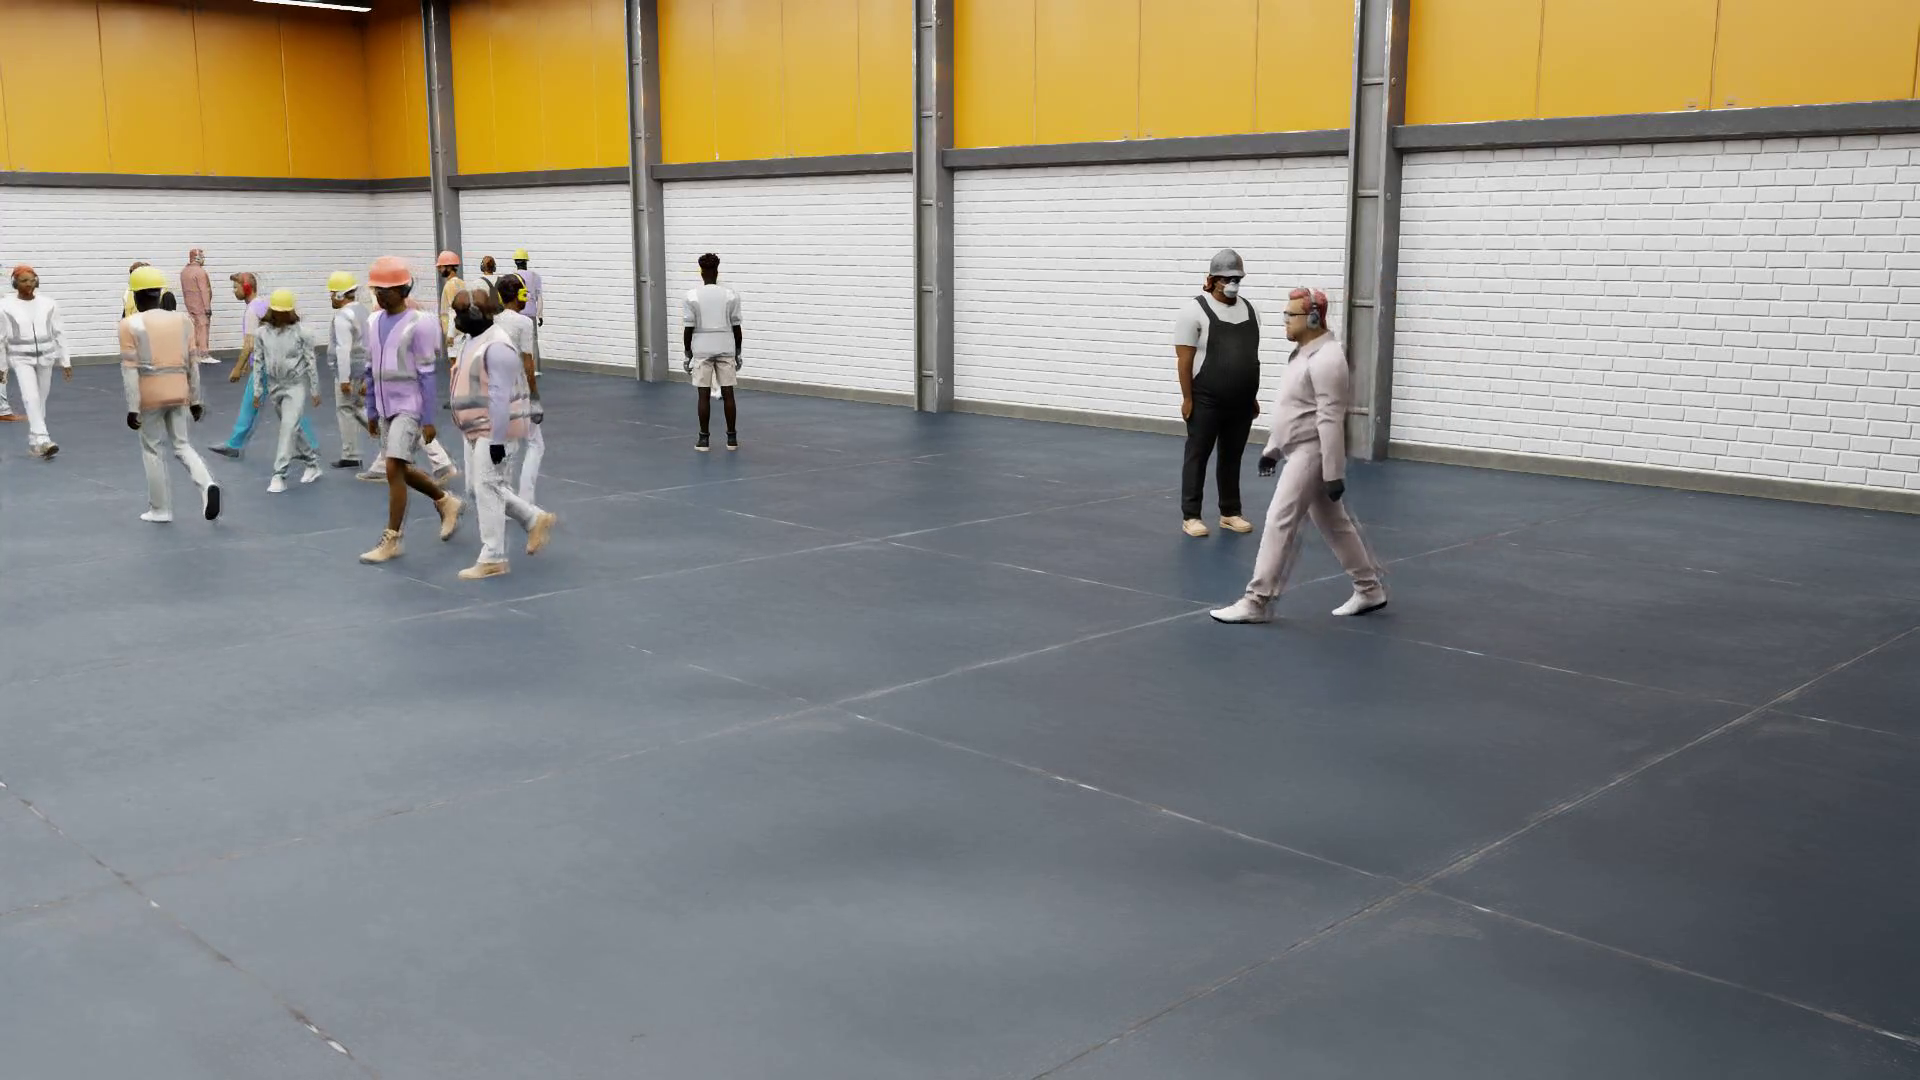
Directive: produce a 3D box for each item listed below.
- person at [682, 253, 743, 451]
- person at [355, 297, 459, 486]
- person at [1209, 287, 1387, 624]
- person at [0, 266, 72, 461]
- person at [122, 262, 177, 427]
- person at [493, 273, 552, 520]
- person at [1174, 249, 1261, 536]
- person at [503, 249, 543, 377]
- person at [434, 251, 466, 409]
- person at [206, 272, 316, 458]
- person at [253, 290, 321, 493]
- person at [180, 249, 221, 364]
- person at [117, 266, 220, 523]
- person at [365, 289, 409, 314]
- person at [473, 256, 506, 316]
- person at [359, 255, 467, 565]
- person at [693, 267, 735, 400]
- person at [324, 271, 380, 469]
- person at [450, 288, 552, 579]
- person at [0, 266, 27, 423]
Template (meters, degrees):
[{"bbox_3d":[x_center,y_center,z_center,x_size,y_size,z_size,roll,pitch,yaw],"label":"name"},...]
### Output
[{"bbox_3d":[-2.452,-1.858,16.500,0.603,1.959,0.379,-3,11,-16],"label":"person"},{"bbox_3d":[-4.741,-1.426,14.175,0.994,1.959,0.613,2,11,9],"label":"person"},{"bbox_3d":[1.932,-0.456,9.156,1.005,1.859,0.654,1,10,3],"label":"person"},{"bbox_3d":[-8.778,-1.673,15.824,0.951,1.831,0.606,9,14,42],"label":"person"},{"bbox_3d":[-9.039,-2.169,18.531,0.620,1.840,0.430,2,11,10],"label":"person"},{"bbox_3d":[-3.312,-1.055,12.426,0.538,1.851,0.344,7,13,35],"label":"person"},{"bbox_3d":[1.888,-1.047,11.853,0.684,2.000,0.536,-5,11,-24],"label":"person"},{"bbox_3d":[-6.591,-3.415,25.087,0.590,1.923,0.384,-3,11,-16],"label":"person"},{"bbox_3d":[-6.248,-2.576,20.477,0.367,1.933,0.553,-1,10,-4],"label":"person"},{"bbox_3d":[-6.663,-1.636,15.772,1.026,1.782,0.557,-4,11,-21],"label":"person"},{"bbox_3d":[-5.689,-1.272,14.086,0.503,1.691,0.892,1,10,4],"label":"person"},{"bbox_3d":[-12.682,-3.896,27.762,0.654,1.904,0.406,8,13,36],"label":"person"},{"bbox_3d":[-5.828,-1.049,12.222,0.720,1.909,0.602,6,12,32],"label":"person"},{"bbox_3d":[-7.001,-2.561,20.762,0.602,1.806,0.748,4,11,19],"label":"person"},{"bbox_3d":[-6.578,-3.057,23.350,0.509,1.846,0.342,-9,14,-41],"label":"person"},{"bbox_3d":[-3.671,-0.885,11.083,0.616,2.007,0.911,7,12,33],"label":"person"},{"bbox_3d":[-3.219,-2.762,21.837,0.538,1.817,0.972,-6,12,-28],"label":"person"},{"bbox_3d":[-5.484,-1.538,15.139,0.541,1.814,0.607,1,10,5],"label":"person"},{"bbox_3d":[-2.906,-0.683,10.526,0.659,1.819,0.631,-7,12,-33],"label":"person"},{"bbox_3d":[-10.997,-2.295,18.939,0.635,1.937,0.361,8,13,37],"label":"person"}]
